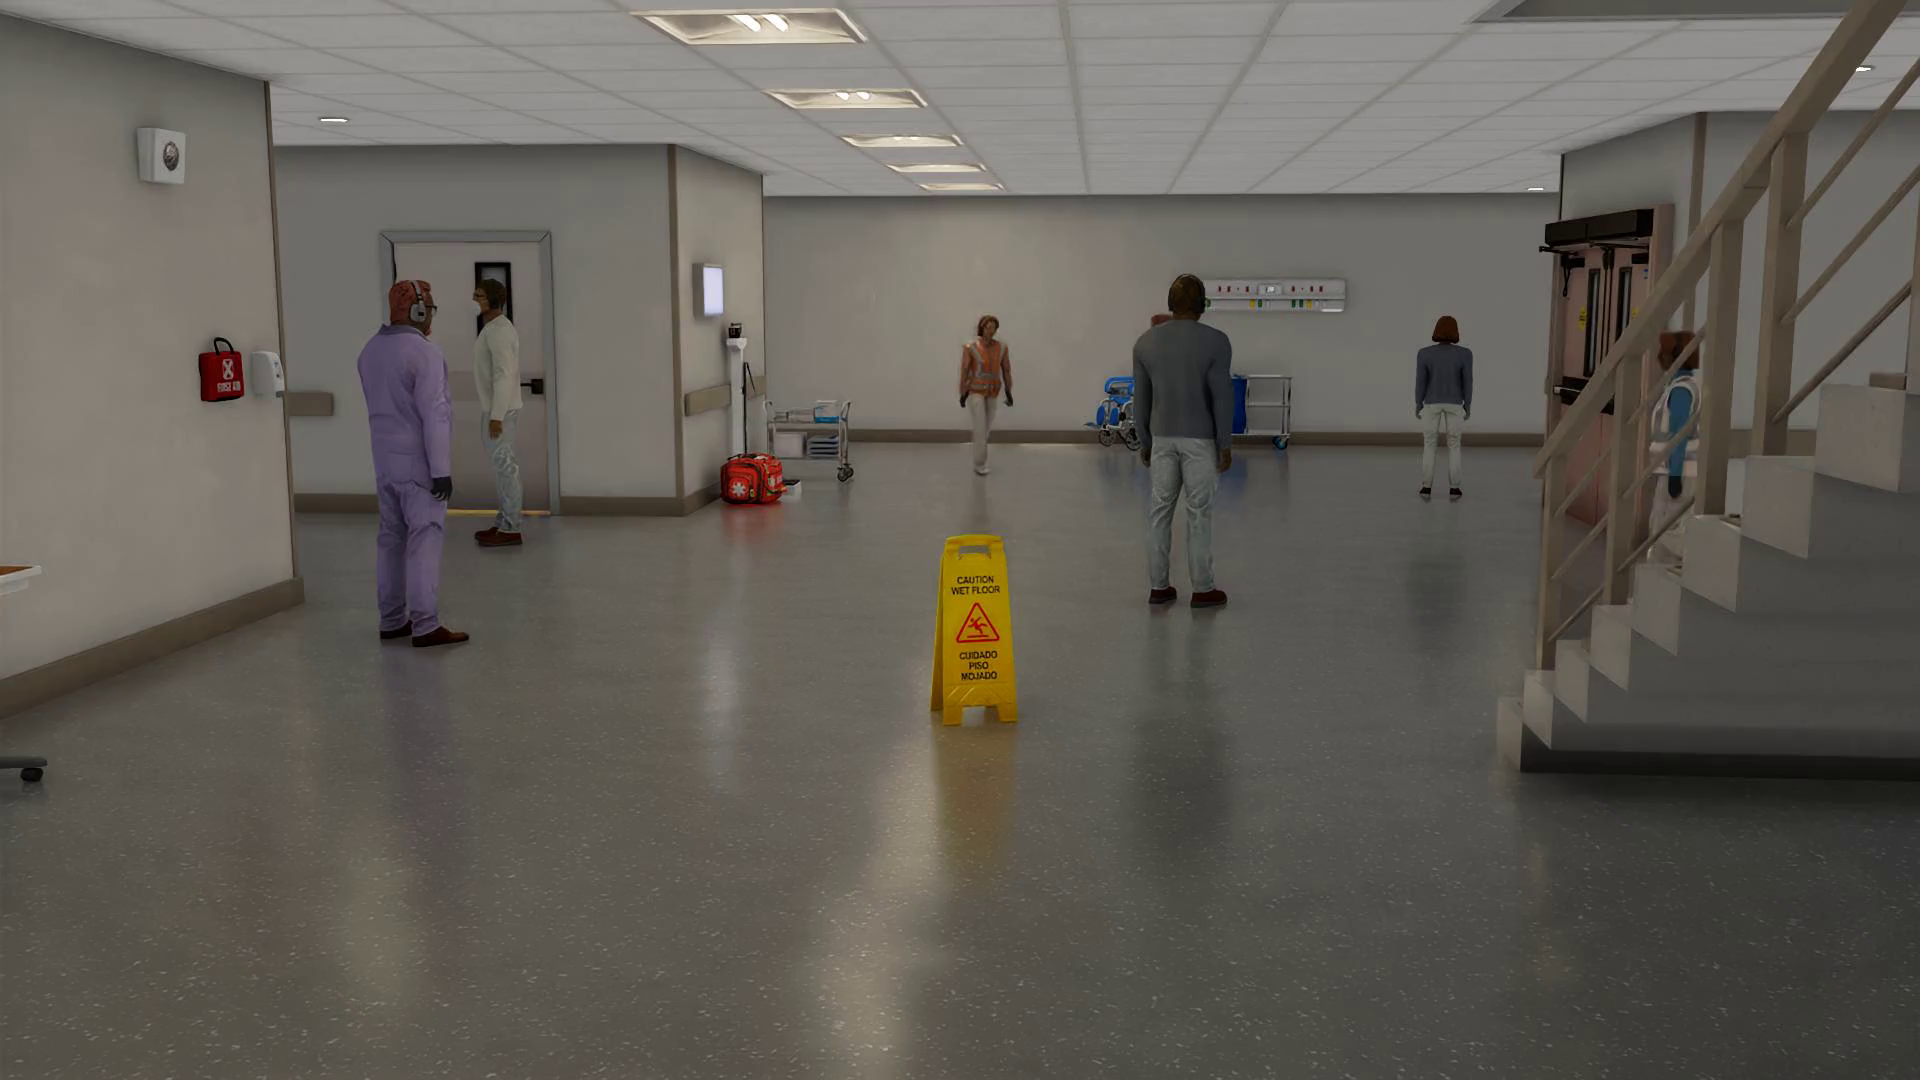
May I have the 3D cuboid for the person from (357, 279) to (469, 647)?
[{"bbox_3d":[-2.837,-0.399,8.669,0.648,1.899,0.399,7,11,40],"label":"person"}]

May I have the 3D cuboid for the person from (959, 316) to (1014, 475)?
[{"bbox_3d":[0.277,-1.456,16.822,0.522,1.606,0.682,-5,10,-31],"label":"person"}]

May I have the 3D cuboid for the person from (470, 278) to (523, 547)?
[{"bbox_3d":[-3.367,-0.922,12.079,0.368,1.940,0.632,-3,9,-19],"label":"person"}]

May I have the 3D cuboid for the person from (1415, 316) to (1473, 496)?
[{"bbox_3d":[4.365,-1.204,15.025,0.503,1.633,0.280,2,9,16],"label":"person"}]

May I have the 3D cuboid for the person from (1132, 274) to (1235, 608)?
[{"bbox_3d":[1.306,-0.572,9.698,0.629,1.940,0.373,5,10,32],"label":"person"}]
